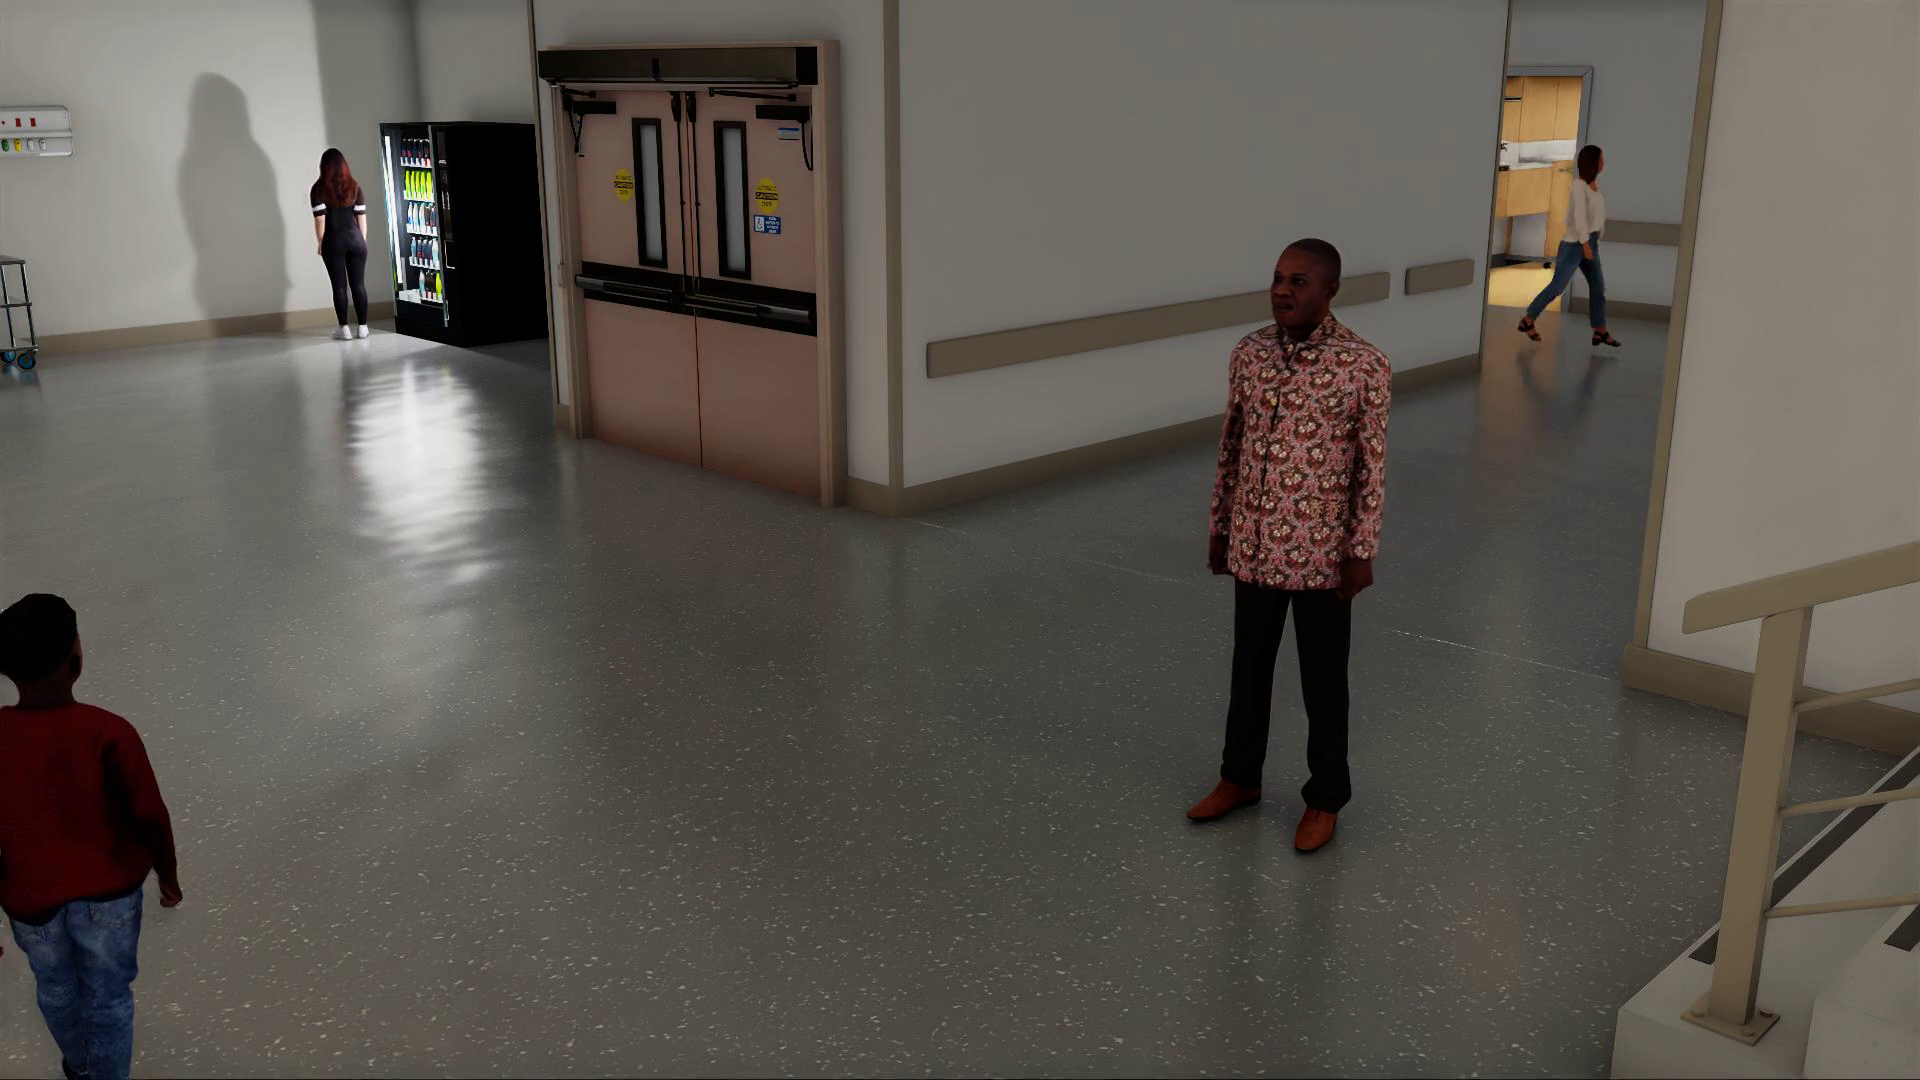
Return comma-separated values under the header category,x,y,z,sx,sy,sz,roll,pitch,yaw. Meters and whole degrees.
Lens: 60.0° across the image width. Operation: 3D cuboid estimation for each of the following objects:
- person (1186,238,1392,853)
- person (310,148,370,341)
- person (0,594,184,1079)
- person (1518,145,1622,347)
category,x,y,z,sx,sy,sz,roll,pitch,yaw
person,1.003,0.006,4.978,0.566,1.808,0.780,12,19,35
person,-5.357,-2.570,14.432,0.646,1.637,0.636,-10,19,-33
person,-1.843,0.741,3.417,0.723,1.242,0.824,-4,16,-12
person,5.099,-2.435,13.953,1.072,1.638,0.631,14,21,40
